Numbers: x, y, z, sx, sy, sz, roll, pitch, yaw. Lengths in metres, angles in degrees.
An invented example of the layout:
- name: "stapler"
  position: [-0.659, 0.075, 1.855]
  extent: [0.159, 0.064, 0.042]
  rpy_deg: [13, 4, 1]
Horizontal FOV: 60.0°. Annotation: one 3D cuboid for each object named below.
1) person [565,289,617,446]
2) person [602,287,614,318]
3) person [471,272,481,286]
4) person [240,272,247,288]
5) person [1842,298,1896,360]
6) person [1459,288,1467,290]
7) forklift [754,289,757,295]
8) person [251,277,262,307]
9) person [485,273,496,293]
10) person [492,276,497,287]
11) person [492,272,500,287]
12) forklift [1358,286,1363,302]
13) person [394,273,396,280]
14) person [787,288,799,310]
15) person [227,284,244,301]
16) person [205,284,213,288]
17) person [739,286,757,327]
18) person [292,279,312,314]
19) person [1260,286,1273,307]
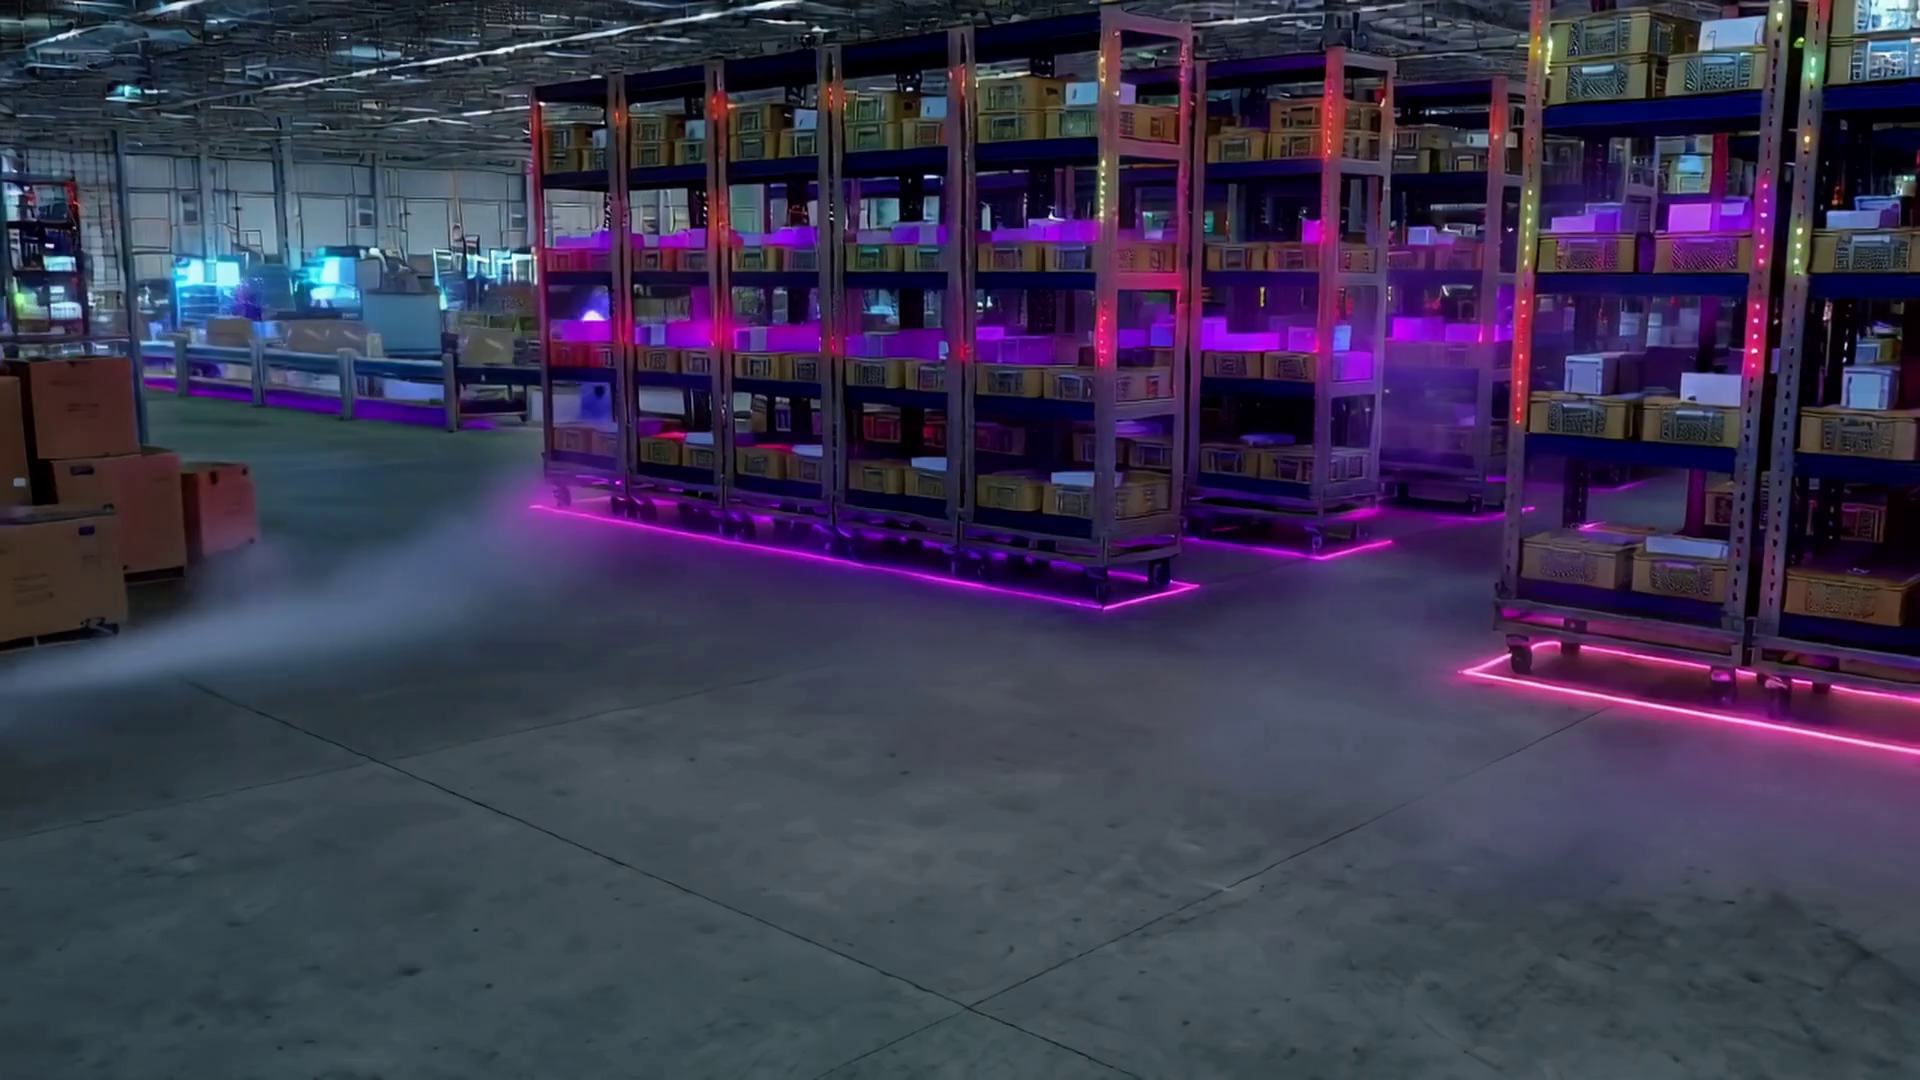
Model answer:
- name: "person"
  position: [-3.820, -1.735, 17.724]
  extent: [0.996, 1.853, 0.654]
  rpy_deg: [-6, 11, -32]
- name: "person"
  position: [-6.226, -3.596, 29.432]
  extent: [0.518, 1.757, 0.335]
  rpy_deg: [-4, 10, -26]
- name: "person"
  position: [-22.412, -11.416, 76.864]
  extent: [0.641, 1.926, 0.477]
  rpy_deg: [3, 10, 17]
- name: "person"
  position: [-24.600, -8.212, 57.146]
  extent: [1.030, 1.938, 0.610]
  rpy_deg: [-3, 10, -20]
- name: "person"
  position: [8.445, -1.347, 15.415]
  extent: [0.448, 1.827, 0.589]
  rpy_deg: [-7, 12, -36]
- name: "person"
  position: [16.798, -7.833, 55.857]
  extent: [0.504, 1.611, 0.740]
  rpy_deg: [-4, 10, -21]
- name: "forklift"
  position: [-9.227, -12.183, 78.639]
  extent: [1.873, 2.768, 1.129]
  rpy_deg: [9, 13, 43]
- name: "person"
  position: [-27.443, -9.394, 64.951]
  extent: [0.527, 1.768, 0.331]
  rpy_deg: [4, 10, 23]
- name: "person"
  position: [-21.285, -11.164, 75.500]
  extent: [0.528, 1.865, 0.313]
  rpy_deg: [-3, 10, -18]
- name: "person"
  position: [-21.983, -11.611, 78.615]
  extent: [0.294, 1.744, 0.487]
  rpy_deg: [-8, 12, -40]
- name: "person"
  position: [-23.130, -12.362, 82.679]
  extent: [0.590, 1.919, 0.397]
  rpy_deg: [1, 9, 3]
- name: "forklift"
  position: [11.100, -7.017, 46.970]
  extent: [1.873, 2.768, 1.129]
  rpy_deg: [9, 13, 43]
- name: "person"
  position: [-26.333, -11.559, 77.899]
  extent: [1.026, 1.879, 0.680]
  rpy_deg: [-9, 13, -43]
- name: "person"
  position: [-4.639, -6.404, 46.931]
  extent: [0.537, 1.668, 0.817]
  rpy_deg: [-9, 13, -43]
- name: "person"
  position: [-20.602, -6.586, 47.034]
  extent: [1.025, 1.990, 0.631]
  rpy_deg: [0, 9, 2]
- name: "person"
  position: [-37.181, -12.199, 82.372]
  extent: [0.531, 1.692, 0.322]
  rpy_deg: [6, 11, 34]
- name: "person"
  position: [-6.395, -6.937, 49.850]
  extent: [0.987, 1.779, 0.605]
  rpy_deg: [8, 12, 42]
- name: "person"
  position: [-24.581, -9.073, 62.139]
  extent: [0.687, 2.000, 0.537]
  rpy_deg: [-4, 10, -25]
- name: "person"
  position: [10.270, -8.058, 56.451]
  extent: [0.617, 1.887, 1.057]
  rpy_deg: [9, 13, 44]
